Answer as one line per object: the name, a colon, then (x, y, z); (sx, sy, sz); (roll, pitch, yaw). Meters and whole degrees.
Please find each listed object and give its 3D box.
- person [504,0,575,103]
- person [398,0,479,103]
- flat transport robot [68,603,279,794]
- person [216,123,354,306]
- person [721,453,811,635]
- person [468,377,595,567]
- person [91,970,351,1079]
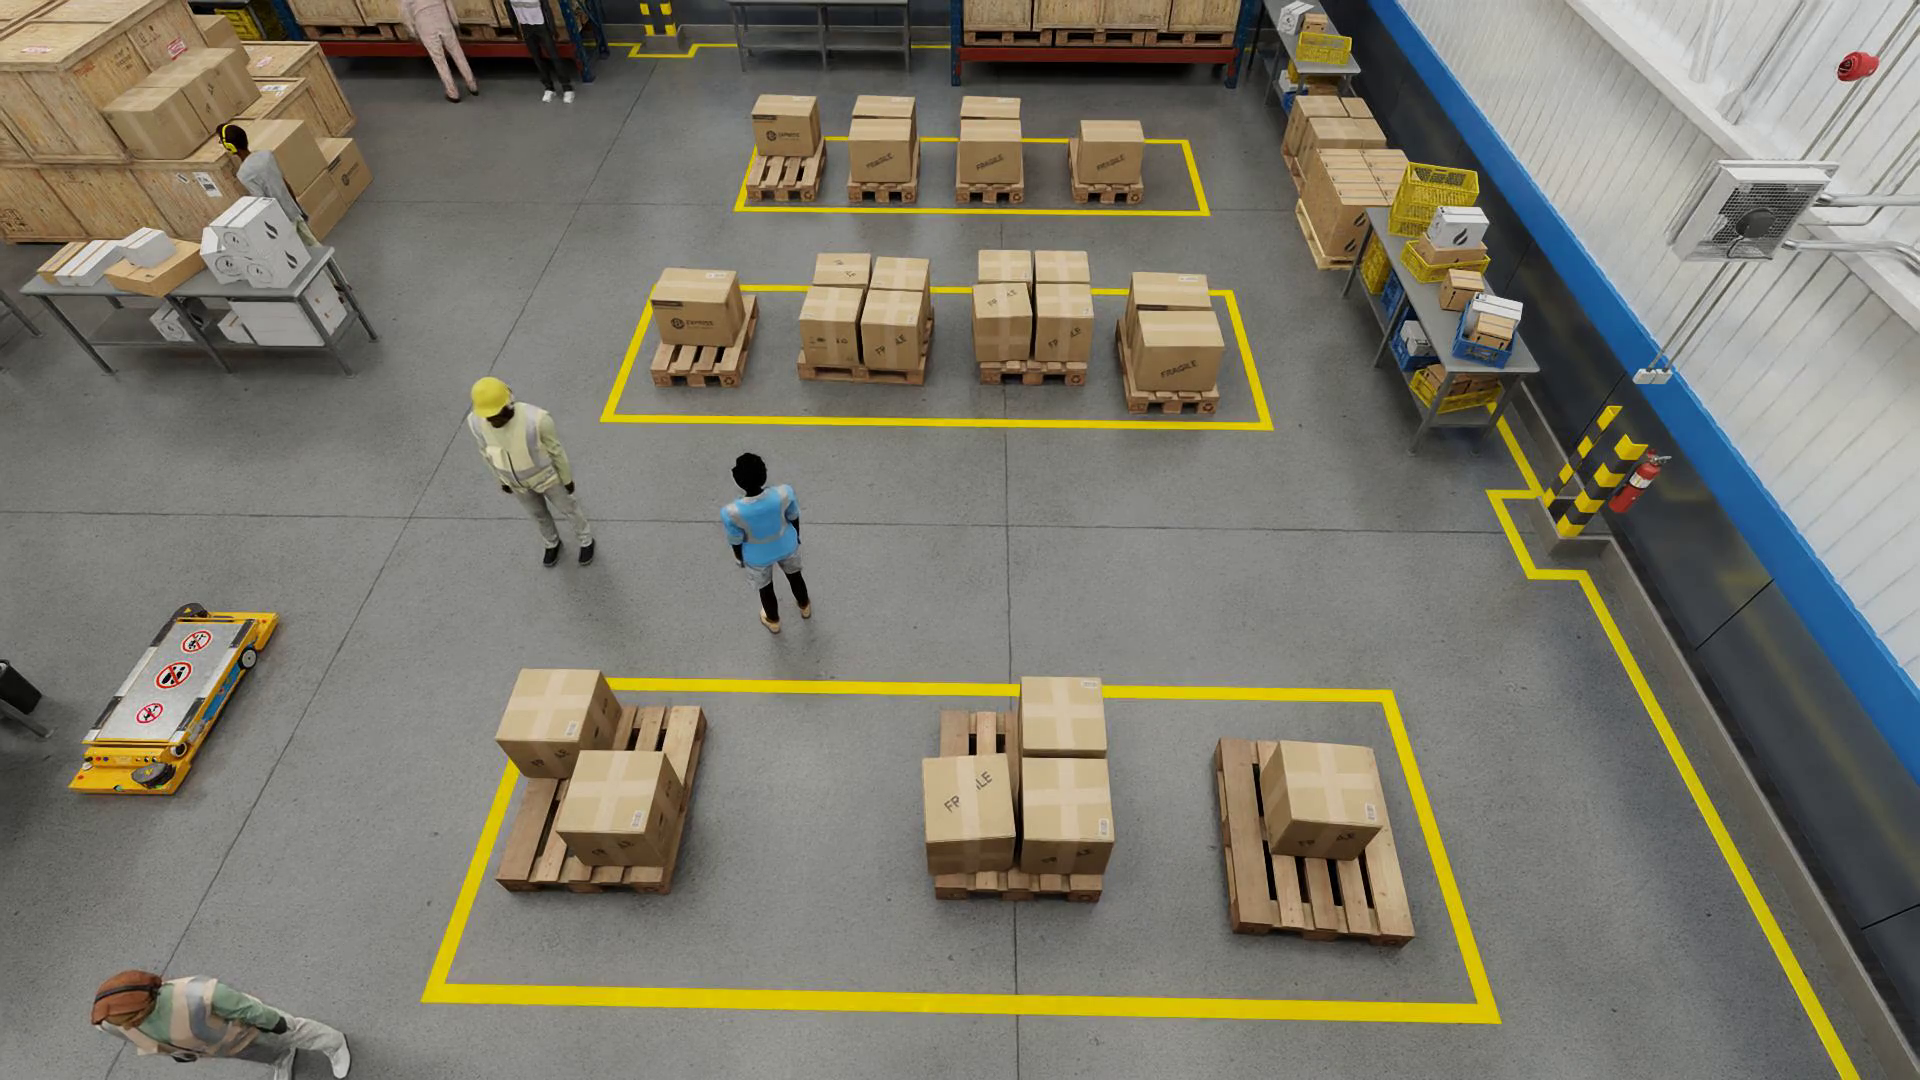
person: (-5.578, -6.760, 12.008); (0.601, 1.905, 0.388); (4, 50, 3)
person: (-6.908, -6.770, 12.015); (0.649, 1.905, 0.404); (-37, 59, -27)
flat transport robot: (-5.504, 1.072, 6.442); (0.652, 0.197, 1.431); (1, 50, 1)
person: (-6.597, -3.134, 8.961); (0.317, 1.870, 0.523); (2, 50, 1)
person: (-1.330, 0.048, 6.381); (0.532, 1.696, 0.319); (-24, 54, -19)
person: (-3.141, -0.479, 6.746); (0.591, 1.826, 0.403); (-1, 50, -1)
person: (-3.563, 2.385, 4.447); (0.516, 1.633, 0.317); (-11, 51, -9)
